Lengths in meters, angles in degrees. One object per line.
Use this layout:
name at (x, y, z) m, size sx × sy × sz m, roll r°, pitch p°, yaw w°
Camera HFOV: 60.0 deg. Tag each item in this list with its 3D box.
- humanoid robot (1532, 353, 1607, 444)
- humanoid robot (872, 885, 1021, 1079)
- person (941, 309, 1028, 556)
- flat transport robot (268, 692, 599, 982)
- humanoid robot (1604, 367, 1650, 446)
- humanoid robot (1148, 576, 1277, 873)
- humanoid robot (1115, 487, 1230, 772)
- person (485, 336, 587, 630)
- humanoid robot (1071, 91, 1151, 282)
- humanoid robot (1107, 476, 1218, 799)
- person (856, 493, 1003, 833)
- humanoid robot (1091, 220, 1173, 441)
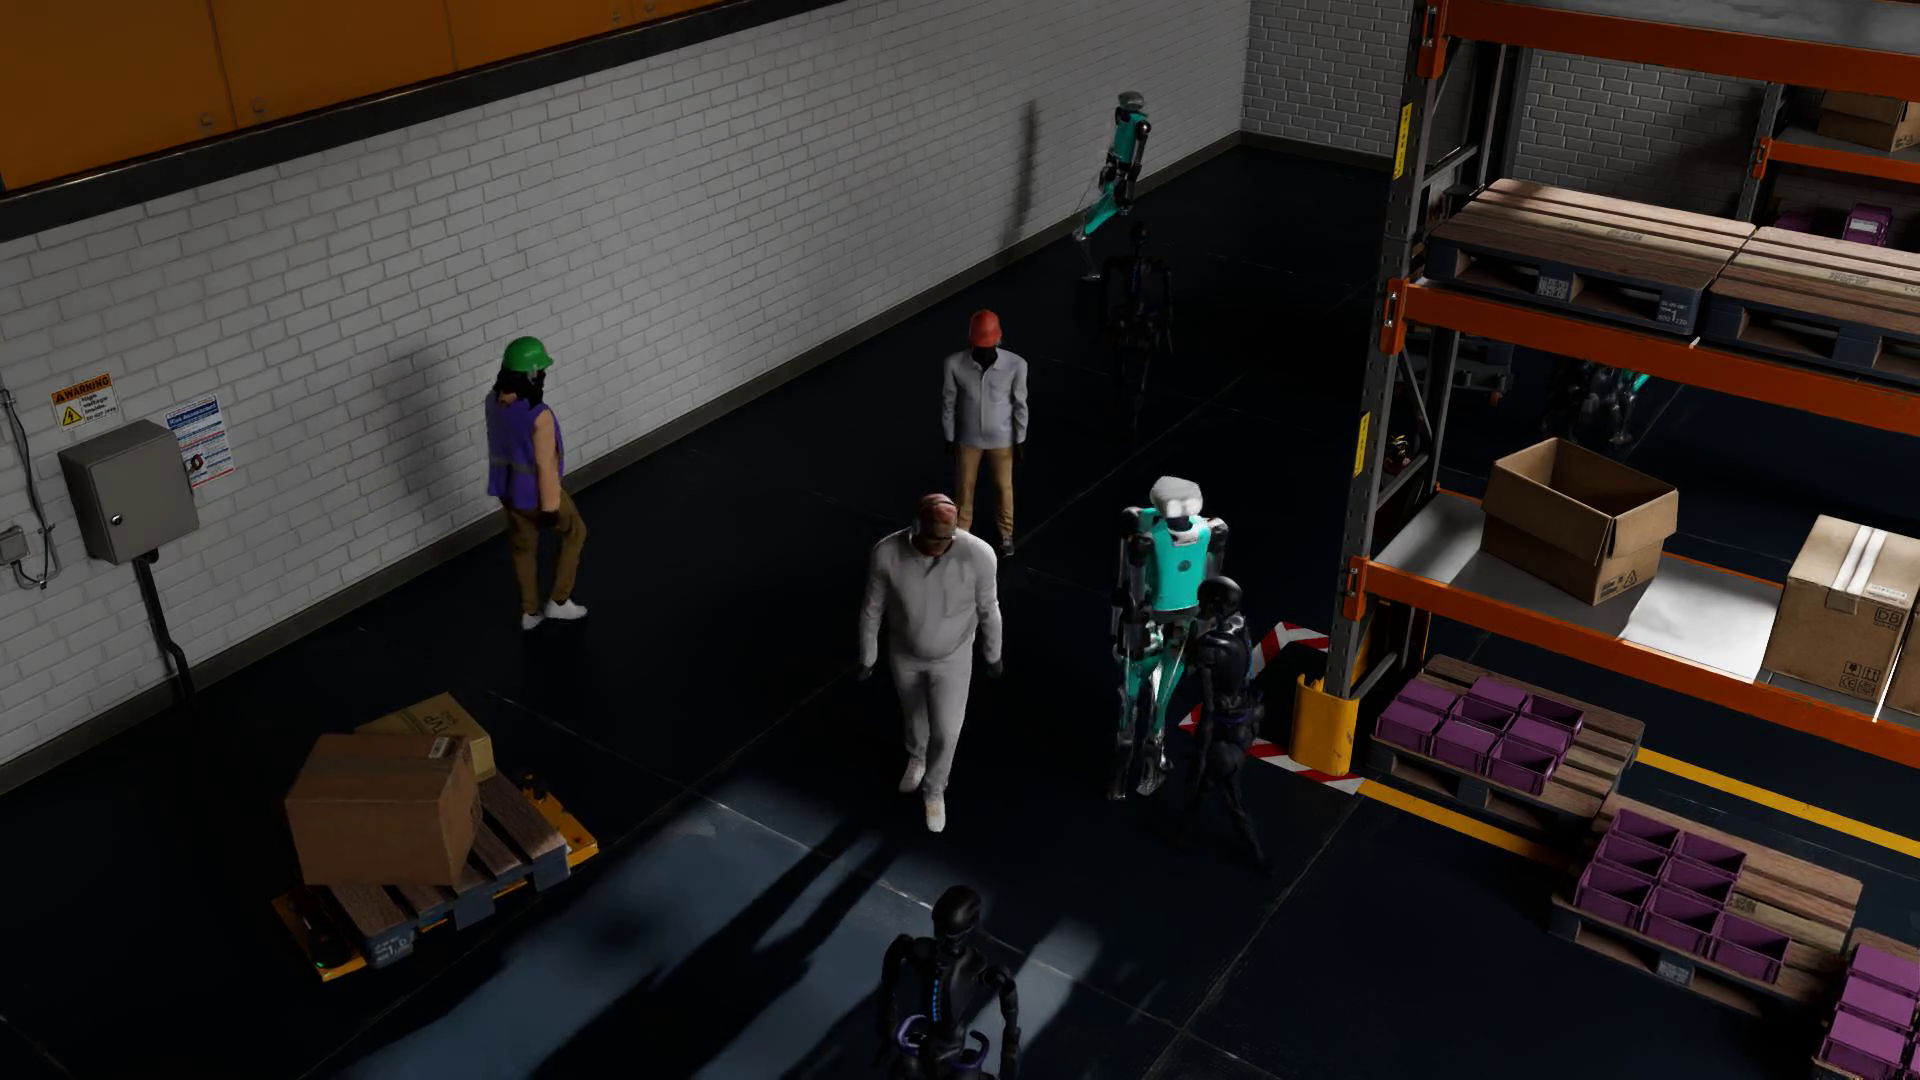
humanoid robot at (4.241, -1.073, 11.493) m, size 0.333 × 1.652 × 0.611 m, roll -5°, pitch 30°, yaw -8°
humanoid robot at (-0.045, 1.938, 6.289) m, size 0.608 × 1.635 × 0.641 m, roll 10°, pitch 32°, yaw 17°
person at (0.156, -0.682, 10.749) m, size 0.562 × 1.740 × 0.366 m, roll 2°, pitch 30°, yaw 3°
flat transport robot at (-2.586, 1.625, 8.220) m, size 1.431 × 0.231 × 0.659 m, roll -23°, pitch 37°, yaw -34°
humanoid robot at (4.960, -1.397, 12.023) m, size 0.798 × 1.788 × 0.538 m, roll -25°, pitch 38°, yaw -36°
humanoid robot at (1.281, 0.922, 8.081) m, size 0.703 × 1.622 × 0.612 m, roll 16°, pitch 34°, yaw 26°
humanoid robot at (1.037, 0.474, 8.800) m, size 0.530 × 1.851 × 0.657 m, roll -8°, pitch 31°, yaw -14°
person at (-2.552, -0.327, 9.972) m, size 0.561 × 1.910 × 0.524 m, roll 16°, pitch 34°, yaw 26°
humanoid robot at (1.280, -3.110, 15.004) m, size 0.772 × 1.811 × 0.552 m, roll -11°, pitch 32°, yaw -18°
humanoid robot at (0.994, 0.624, 8.530) m, size 0.535 × 1.824 × 0.748 m, roll 8°, pitch 31°, yaw 13°
person at (-0.167, 0.603, 8.388) m, size 0.729 × 1.867 × 0.736 m, roll 5°, pitch 30°, yaw 8°
humanoid robot at (1.282, -1.580, 12.427) m, size 0.616 × 1.616 × 0.780 m, roll 6°, pitch 31°, yaw 11°
